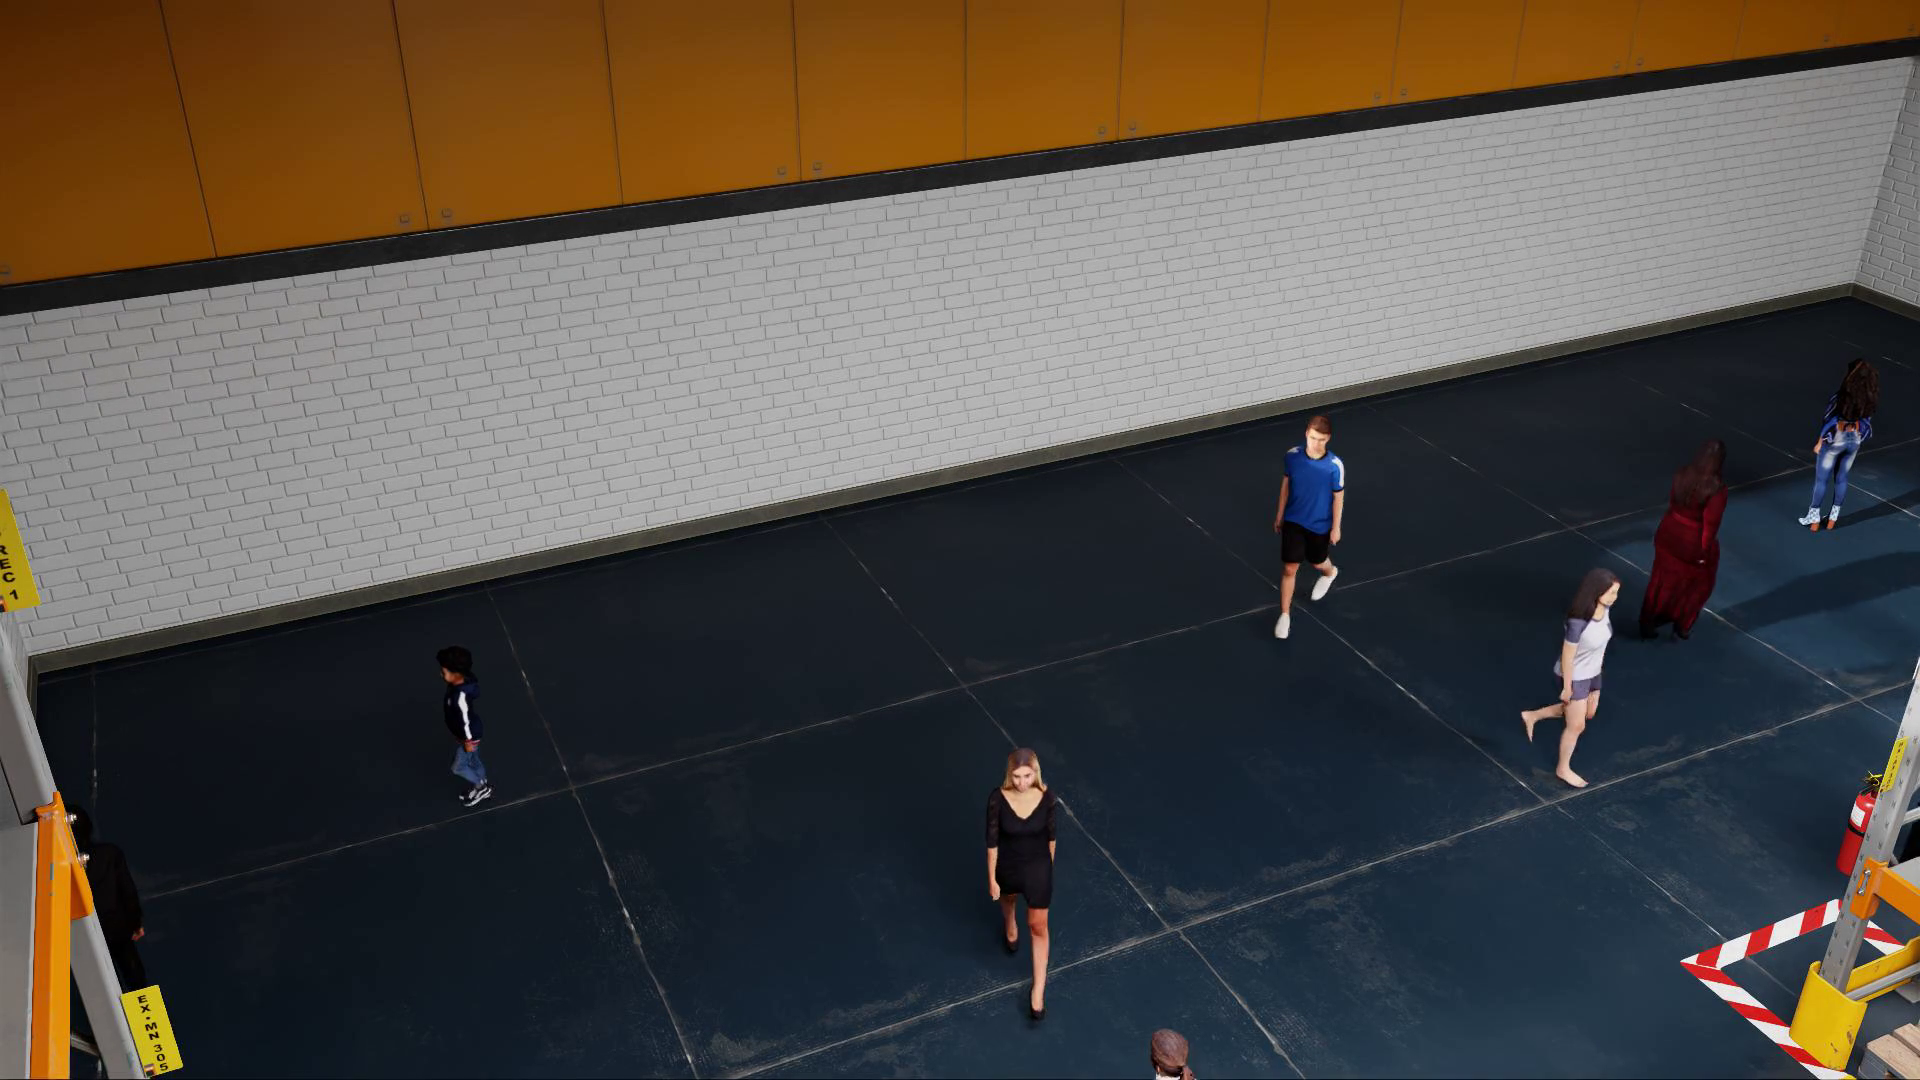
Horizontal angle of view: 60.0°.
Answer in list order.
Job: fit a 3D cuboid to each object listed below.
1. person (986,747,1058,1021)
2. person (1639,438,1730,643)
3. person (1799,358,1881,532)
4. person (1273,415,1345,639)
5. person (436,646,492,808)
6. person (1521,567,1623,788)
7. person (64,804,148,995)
[{"bbox_3d":[0.338,1.851,9.586,0.845,1.620,1.148,-1,29,-2],"label":"person"},{"bbox_3d":[5.516,0.050,12.764,0.753,1.739,0.651,-16,33,-27],"label":"person"},{"bbox_3d":[7.687,-0.843,14.528,0.686,1.618,0.662,-3,29,-5],"label":"person"},{"bbox_3d":[2.786,-0.185,13.097,1.247,1.833,1.238,14,32,24],"label":"person"},{"bbox_3d":[-3.260,1.244,11.124,0.604,1.213,0.447,-10,30,-17],"label":"person"},{"bbox_3d":[4.136,0.877,11.299,0.923,1.691,0.787,22,36,35],"label":"person"},{"bbox_3d":[-4.634,2.150,8.996,0.679,1.661,0.680,-24,37,-37],"label":"person"}]
